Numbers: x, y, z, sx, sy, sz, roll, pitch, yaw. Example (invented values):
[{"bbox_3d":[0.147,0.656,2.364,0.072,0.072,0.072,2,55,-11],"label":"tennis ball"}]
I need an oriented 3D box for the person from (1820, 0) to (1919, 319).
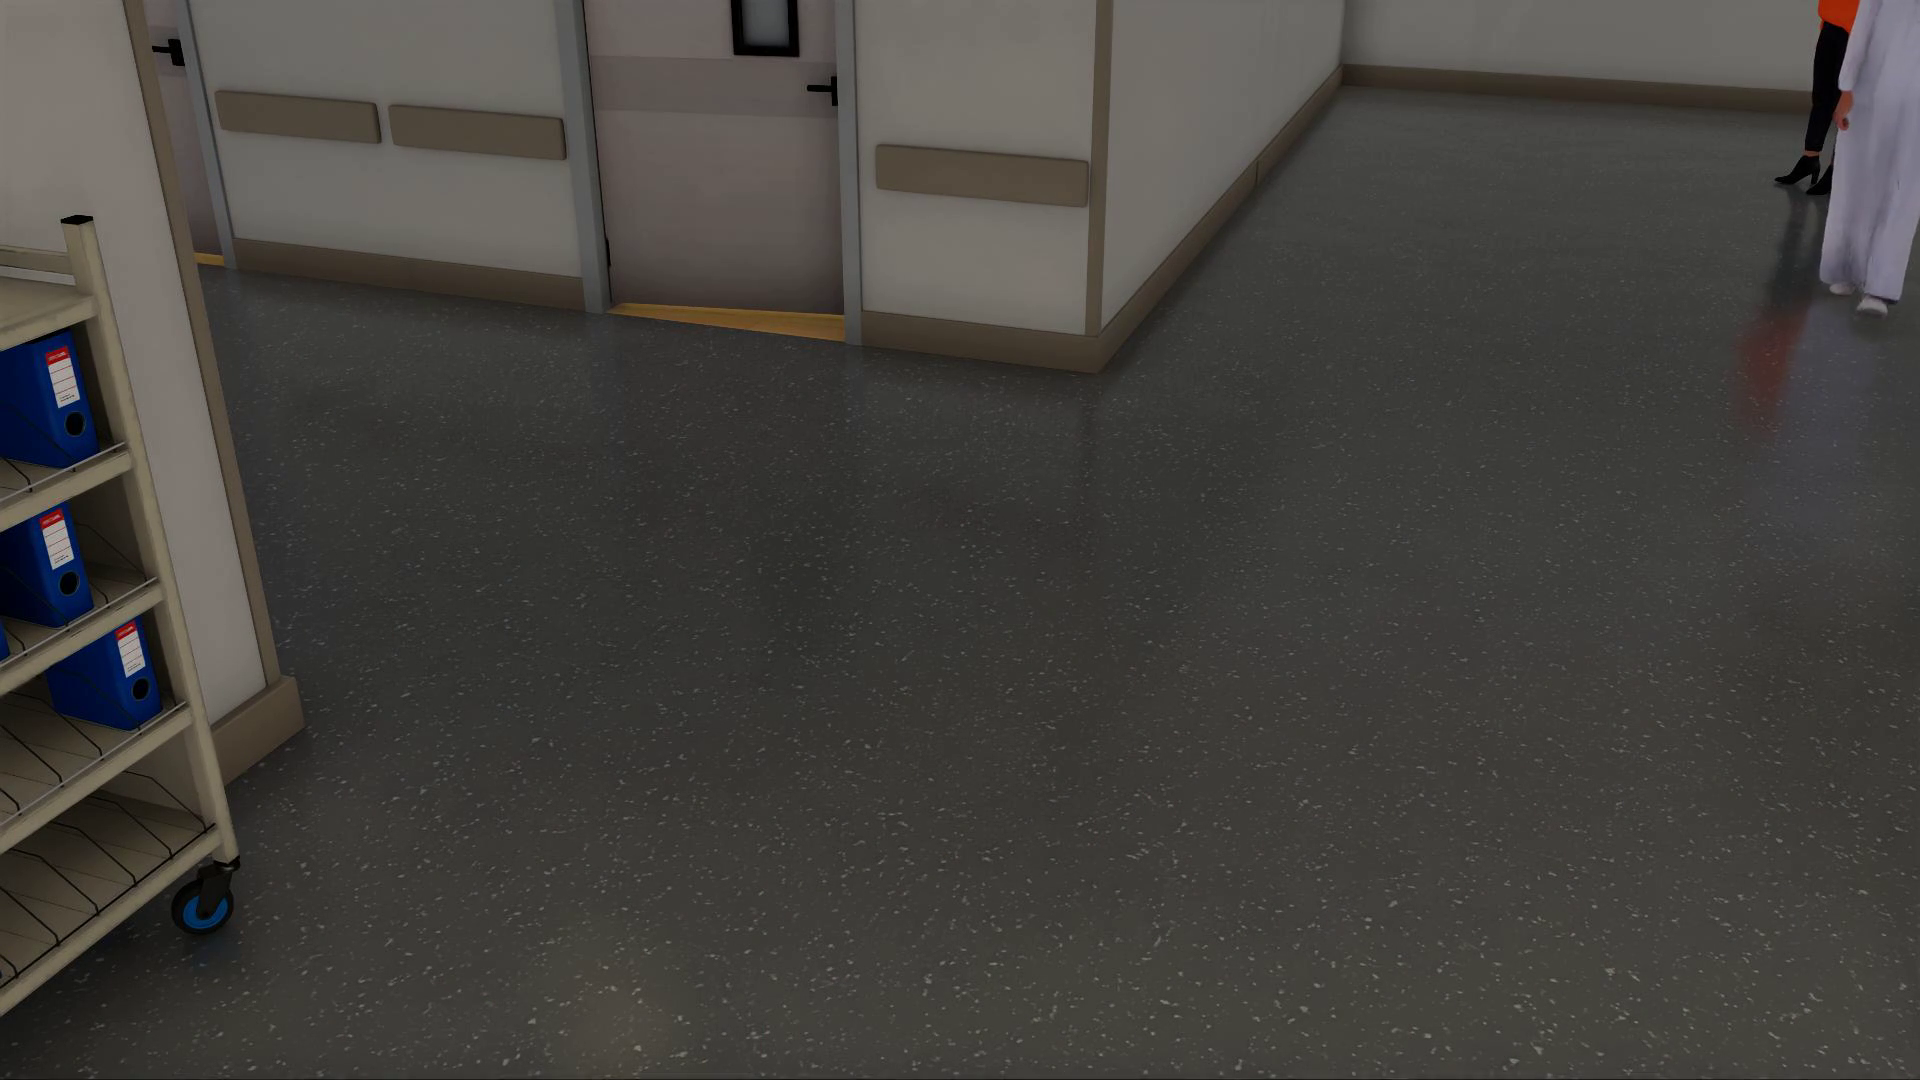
[{"bbox_3d":[4.279,-2.016,7.633,0.782,1.889,1.179,14,29,26],"label":"person"}]

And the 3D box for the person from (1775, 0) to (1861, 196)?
[{"bbox_3d":[5.156,-2.910,9.648,0.765,1.748,0.651,-3,26,-7],"label":"person"}]
